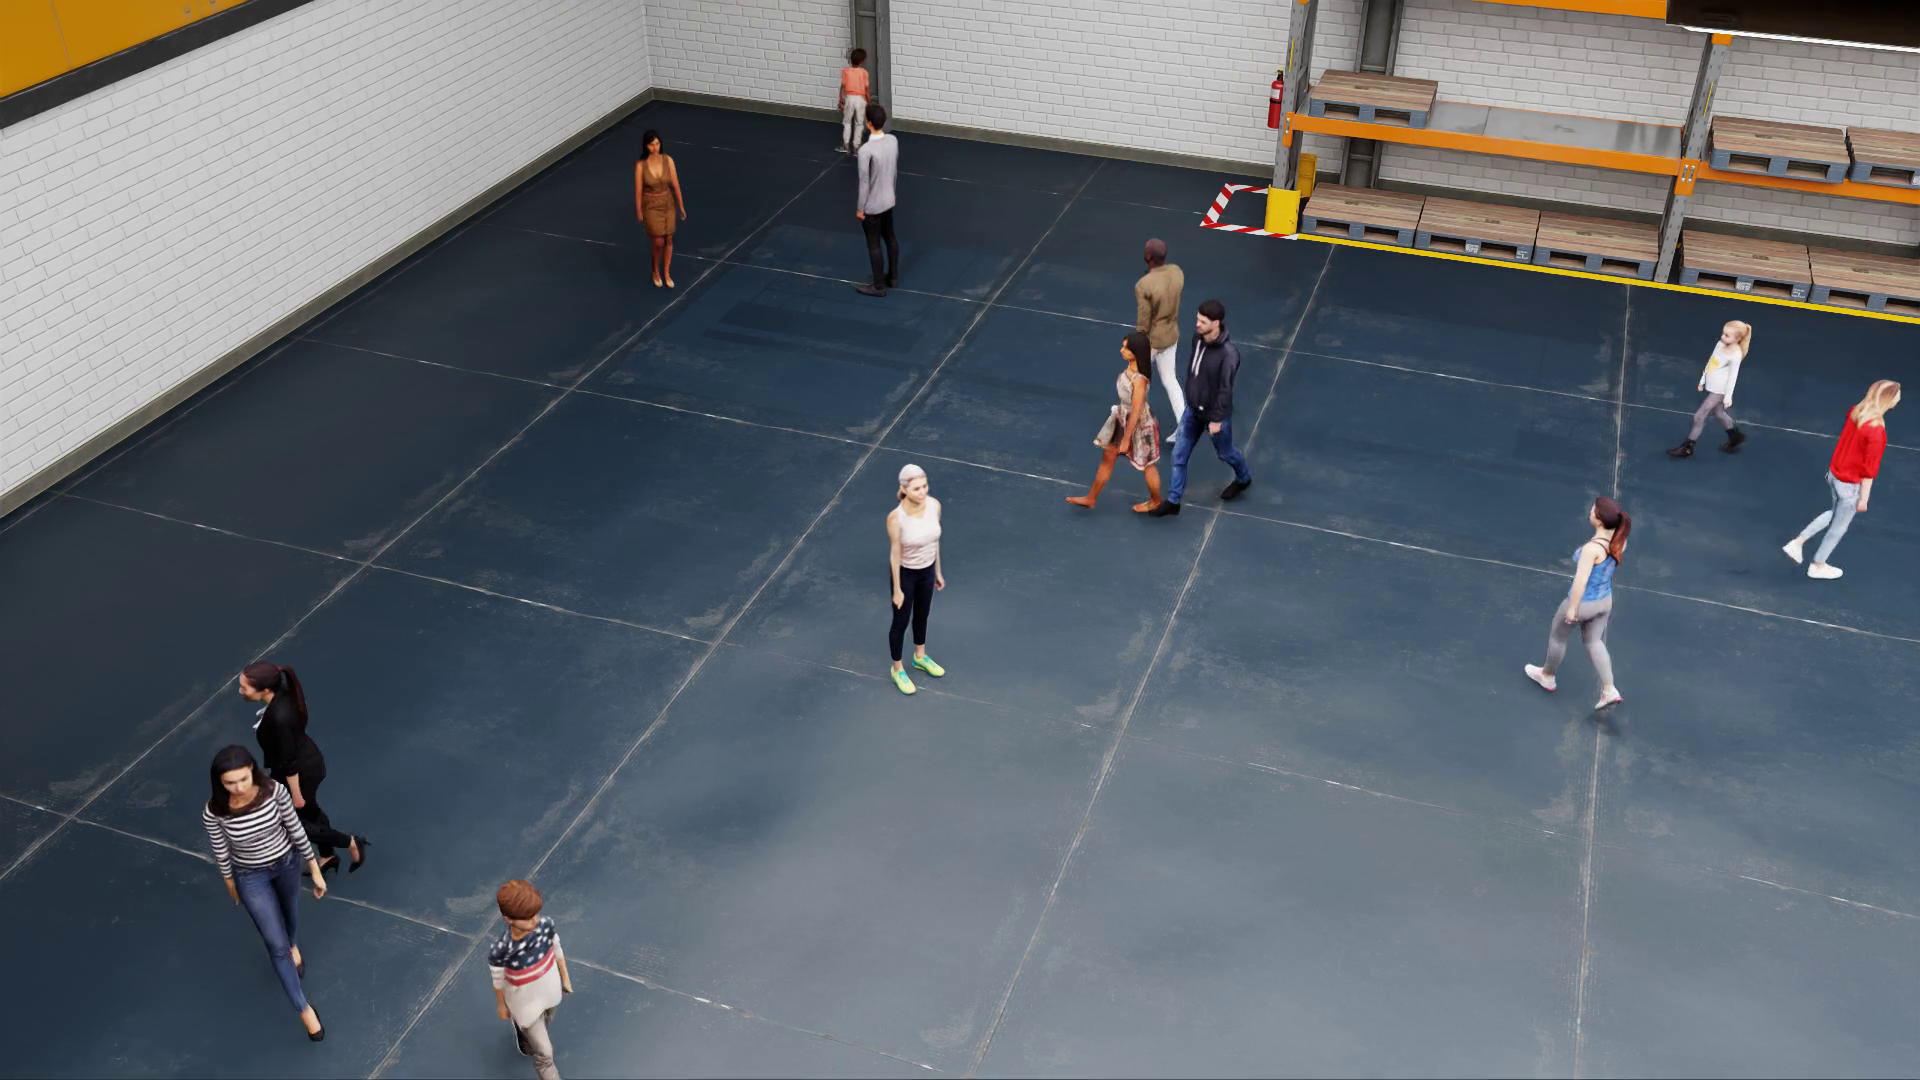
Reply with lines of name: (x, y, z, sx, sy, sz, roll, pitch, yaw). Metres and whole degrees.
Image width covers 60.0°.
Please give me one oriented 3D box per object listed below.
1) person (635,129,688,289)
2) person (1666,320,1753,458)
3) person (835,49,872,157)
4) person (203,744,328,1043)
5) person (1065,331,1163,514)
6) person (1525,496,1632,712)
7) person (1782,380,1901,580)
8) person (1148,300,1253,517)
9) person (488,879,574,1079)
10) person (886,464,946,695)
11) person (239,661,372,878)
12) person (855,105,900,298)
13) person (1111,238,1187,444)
person: (-3.034, -3.300, 16.537, 0.700, 1.675, 0.747, -23, 40, -30)
person: (6.367, -1.252, 13.829, 0.955, 1.263, 0.666, 1, 34, 2)
person: (-1.259, -5.198, 19.739, 0.450, 1.291, 0.688, 1, 34, 2)
person: (-3.695, 1.744, 8.872, 0.956, 1.760, 1.145, -24, 40, -31)
person: (1.449, -0.880, 12.955, 1.116, 1.611, 0.923, -4, 34, -6)
person: (4.202, 0.438, 10.987, 0.949, 1.594, 1.025, -16, 37, -23)
person: (6.434, -0.429, 12.203, 0.817, 1.691, 0.752, 0, 34, 0)
person: (2.030, -1.023, 12.962, 1.207, 1.841, 1.238, -19, 38, -26)
person: (-2.197, 2.241, 8.439, 1.025, 1.412, 0.792, 29, 43, 36)
person: (-0.320, 0.231, 11.201, 0.672, 1.703, 0.671, -28, 43, -35)
person: (-3.722, 1.347, 9.572, 0.845, 1.645, 0.782, -8, 34, -12)
person: (-0.804, -3.339, 16.374, 0.706, 1.922, 0.801, 21, 39, 28)
person: (1.708, -1.635, 13.923, 1.141, 1.795, 1.285, -21, 39, -28)
